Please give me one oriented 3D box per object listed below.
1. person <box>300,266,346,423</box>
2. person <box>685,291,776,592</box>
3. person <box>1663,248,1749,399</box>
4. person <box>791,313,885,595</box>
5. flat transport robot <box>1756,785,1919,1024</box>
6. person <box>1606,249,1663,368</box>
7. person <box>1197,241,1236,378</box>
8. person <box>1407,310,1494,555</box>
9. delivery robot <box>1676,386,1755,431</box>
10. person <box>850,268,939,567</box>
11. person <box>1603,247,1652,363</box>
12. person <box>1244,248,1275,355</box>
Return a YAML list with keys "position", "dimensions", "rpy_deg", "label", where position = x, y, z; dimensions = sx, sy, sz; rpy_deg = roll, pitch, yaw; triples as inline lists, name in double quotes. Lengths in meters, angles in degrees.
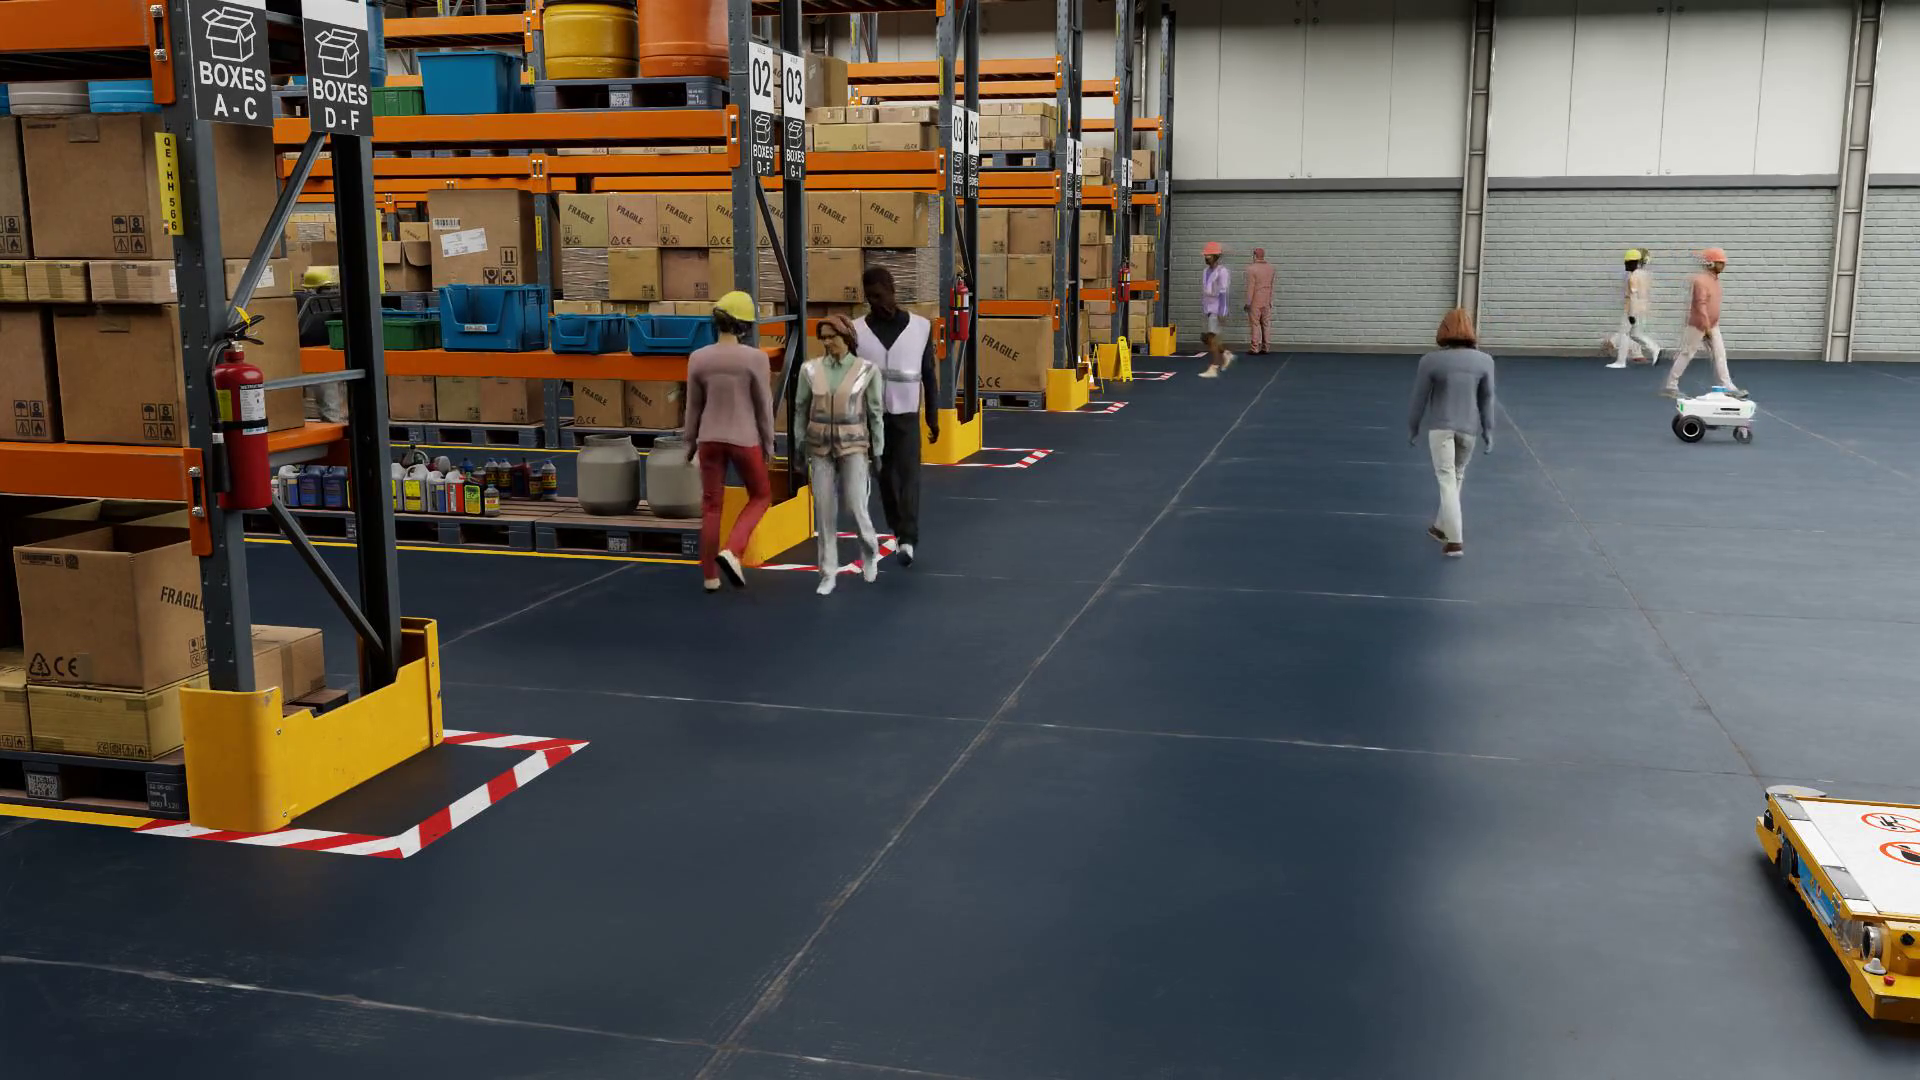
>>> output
- position: [-5.472, -1.417, 14.204]
  dimensions: [0.570, 1.812, 0.626]
  rpy_deg: [3, 11, 18]
  label: "person"
- position: [-1.337, -0.553, 9.603]
  dimensions: [0.547, 1.750, 0.422]
  rpy_deg: [3, 11, 17]
  label: "person"
- position: [9.536, -2.740, 21.220]
  dimensions: [0.620, 1.939, 1.055]
  rpy_deg: [-8, 13, -36]
  label: "person"
- position: [-0.698, -0.495, 9.648]
  dimensions: [0.527, 1.627, 0.422]
  rpy_deg: [3, 11, 15]
  label: "person"
- position: [2.841, 1.041, 4.873]
  dimensions: [0.652, 0.197, 1.431]
  rpy_deg: [3, 11, 14]
  label: "flat transport robot"
- position: [10.764, -3.669, 26.438]
  dimensions: [0.748, 1.907, 0.600]
  rpy_deg: [7, 12, 34]
  label: "person"
- position: [3.829, -3.415, 24.723]
  dimensions: [0.603, 2.028, 0.614]
  rpy_deg: [-4, 11, -21]
  label: "person"
- position: [3.232, -0.719, 10.968]
  dimensions: [0.516, 1.583, 0.852]
  rpy_deg: [0, 10, -2]
  label: "person"
- position: [7.674, -1.319, 16.902]
  dimensions: [0.707, 0.478, 0.477]
  rpy_deg: [3, 11, 17]
  label: "delivery robot"
- position: [-0.441, -0.765, 10.471]
  dimensions: [0.614, 1.855, 1.010]
  rpy_deg: [0, 10, 1]
  label: "person"
- position: [11.166, -3.898, 27.666]
  dimensions: [0.701, 1.919, 0.640]
  rpy_deg: [4, 11, 20]
  label: "person"
- position: [5.311, -4.253, 29.682]
  dimensions: [0.651, 1.904, 0.402]
  rpy_deg: [-7, 13, -36]
  label: "person"
